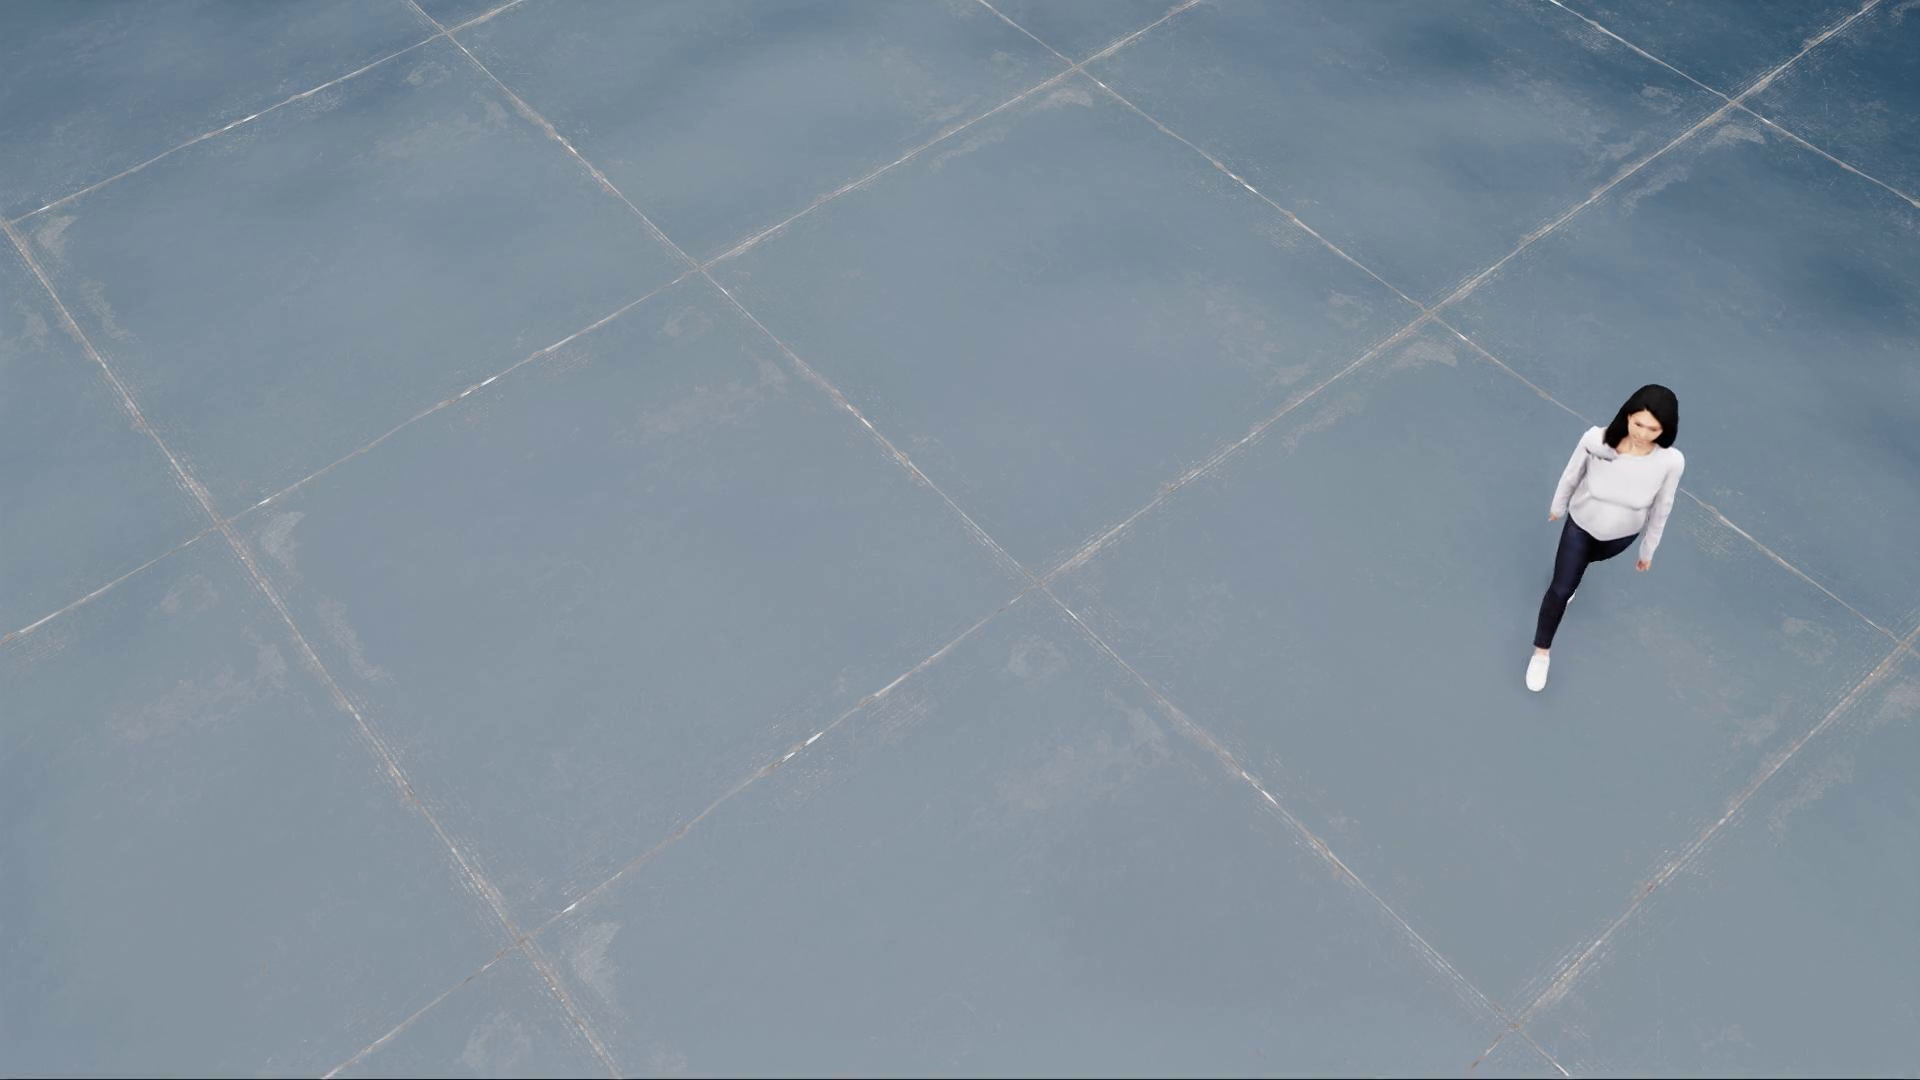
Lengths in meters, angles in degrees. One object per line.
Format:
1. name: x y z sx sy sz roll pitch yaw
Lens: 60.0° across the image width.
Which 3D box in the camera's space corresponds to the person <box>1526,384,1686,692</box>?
1. person: 2.956 -0.136 7.599 0.998 1.657 1.177 14 54 11
